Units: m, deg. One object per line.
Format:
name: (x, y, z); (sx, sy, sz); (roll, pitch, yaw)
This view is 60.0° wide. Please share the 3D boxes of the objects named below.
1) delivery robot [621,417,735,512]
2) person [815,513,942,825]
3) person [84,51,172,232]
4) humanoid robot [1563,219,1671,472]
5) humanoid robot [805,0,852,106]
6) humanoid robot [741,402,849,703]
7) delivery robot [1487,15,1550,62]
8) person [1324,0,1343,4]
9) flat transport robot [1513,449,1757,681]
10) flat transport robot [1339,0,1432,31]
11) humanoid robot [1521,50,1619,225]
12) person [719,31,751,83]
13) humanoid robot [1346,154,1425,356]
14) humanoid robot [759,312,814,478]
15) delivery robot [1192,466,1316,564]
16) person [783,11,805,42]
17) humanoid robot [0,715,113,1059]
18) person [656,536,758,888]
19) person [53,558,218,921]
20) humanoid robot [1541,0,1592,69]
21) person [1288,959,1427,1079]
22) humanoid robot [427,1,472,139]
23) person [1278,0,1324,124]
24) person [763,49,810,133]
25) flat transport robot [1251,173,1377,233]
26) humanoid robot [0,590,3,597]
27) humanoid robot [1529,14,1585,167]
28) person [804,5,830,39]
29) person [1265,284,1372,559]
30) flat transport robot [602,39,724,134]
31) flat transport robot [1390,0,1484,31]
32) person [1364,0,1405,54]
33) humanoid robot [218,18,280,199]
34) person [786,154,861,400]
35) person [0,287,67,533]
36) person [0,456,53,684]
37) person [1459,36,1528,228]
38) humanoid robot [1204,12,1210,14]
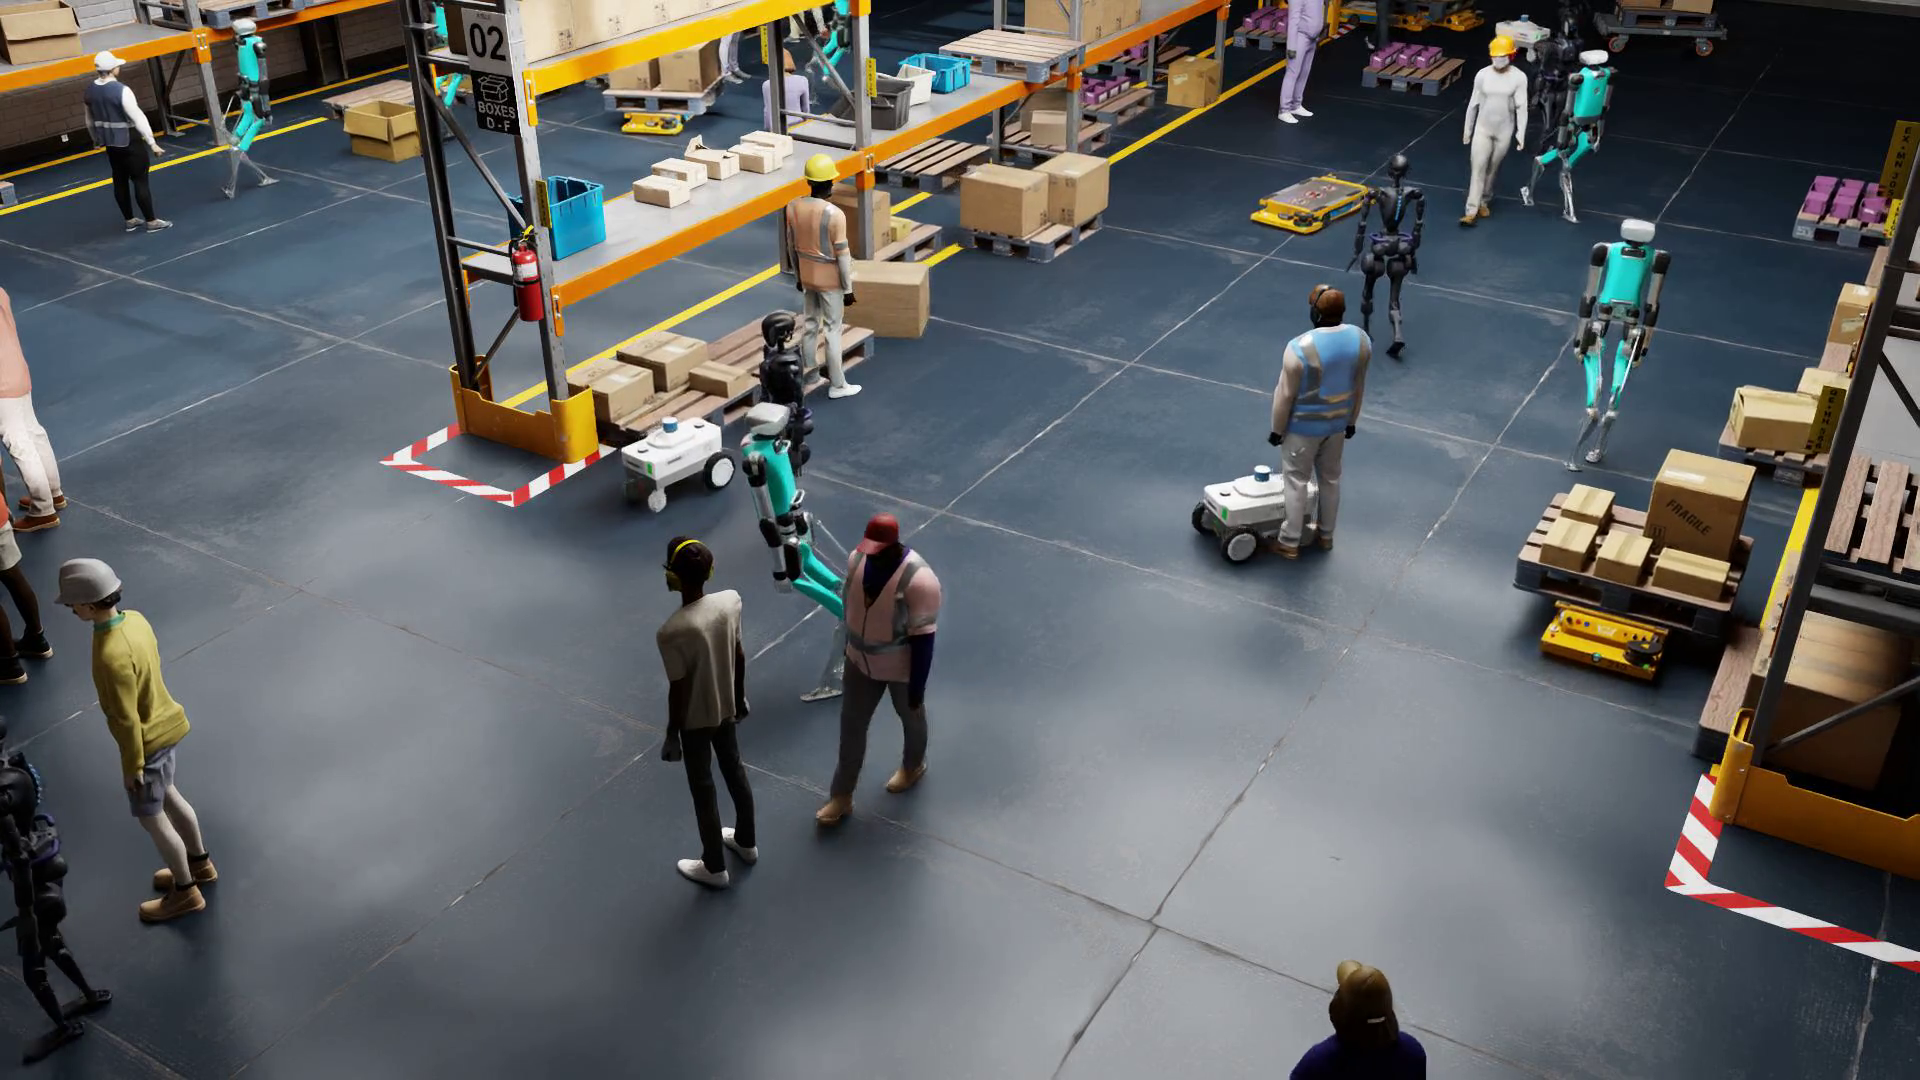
delivery robot: (-2.006, -0.578, 11.666); (0.499, 0.587, 0.789); (23, 37, 35)
person: (-0.423, 0.654, 8.305); (0.606, 1.717, 0.849); (16, 33, 26)
person: (-8.208, -3.896, 16.318); (0.755, 1.757, 0.449); (8, 30, 14)
humanoid robot: (4.634, -1.290, 11.757); (0.550, 1.794, 0.855); (6, 30, 11)
humanoid robot: (-1.658, -6.102, 20.296); (0.822, 1.815, 0.556); (-10, 31, -18)
humanoid robot: (-0.794, 0.075, 9.310); (0.780, 1.759, 0.530); (4, 30, 7)
delivery robot: (7.705, -6.916, 22.905); (0.499, 0.614, 0.797); (-22, 36, -34)
person: (5.767, -9.191, 25.618); (0.619, 1.835, 0.431); (26, 38, 37)
flat transport robot: (4.104, 0.372, 10.283); (0.659, 0.231, 1.431); (16, 33, 27)
flat transport robot: (6.273, -7.791, 24.723); (1.431, 0.231, 0.659); (16, 33, 27)
humanoid robot: (6.048, -4.096, 16.732); (0.566, 1.796, 0.944); (-9, 31, -16)
person: (-2.971, -6.905, 21.464); (0.431, 1.944, 0.482); (11, 31, 18)
humanoid robot: (3.526, -2.345, 13.687); (0.596, 1.633, 0.679); (-4, 30, -6)
humanoid robot: (-1.147, -0.685, 10.713); (0.347, 1.649, 0.612); (-16, 33, -25)
delivery robot: (1.945, -0.194, 11.009); (0.784, 0.609, 0.499); (-9, 31, -16)
person: (-2.410, -7.947, 23.493); (0.345, 1.746, 0.571); (8, 30, 14)
humanoid robot: (-3.955, 1.422, 6.995); (0.384, 1.649, 0.601); (-17, 34, -28)
person: (-1.208, 0.822, 7.863); (0.309, 1.868, 0.530); (21, 36, 33)
person: (-3.776, 0.913, 7.699); (0.413, 1.878, 0.495); (-6, 30, -11)
humanoid robot: (8.130, -7.116, 22.102); (0.602, 1.650, 0.465); (-25, 38, -36)
person: (1.331, 2.083, 5.904); (0.486, 1.581, 0.814); (-6, 30, -11)
humanoid robot: (-5.928, -5.394, 18.983); (0.552, 1.797, 0.679); (17, 34, 27)
person: (4.106, -5.942, 19.811); (0.399, 1.895, 0.659); (20, 35, 31)
person: (-1.756, -4.175, 16.939); (0.497, 1.631, 0.292); (-15, 33, -24)
flat transport robot: (3.657, -3.454, 17.052); (0.659, 0.231, 1.431); (24, 37, 36)
humanoid robot: (-6.287, -0.381, 10.187); (0.525, 1.625, 0.613); (-1, 30, -2)
humanoid robot: (6.565, -4.944, 18.269); (0.611, 1.640, 0.522); (-10, 31, -17)
person: (-2.142, -8.192, 23.768); (0.812, 1.913, 0.632); (24, 37, 35)
person: (2.284, -0.758, 10.699); (0.622, 1.835, 0.431); (-13, 32, -21)
flat transport robot: (-3.555, -5.188, 20.119); (0.659, 0.231, 1.431); (4, 30, 7)
flat transport robot: (7.004, -7.821, 24.777); (1.431, 0.231, 0.659); (23, 37, 34)
person: (5.774, -7.561, 22.757); (0.566, 1.800, 0.939); (-9, 31, -16)
humanoid robot: (-7.590, -4.452, 17.394); (0.551, 1.843, 0.864); (24, 37, 35)
person: (-1.057, -2.024, 12.837); (0.585, 1.928, 0.366); (21, 35, 32)
person: (-6.325, -1.007, 10.972); (0.376, 1.995, 0.609); (-6, 30, -11)
person: (-5.579, -0.091, 9.378); (0.361, 1.965, 0.612); (4, 30, 7)
person: (5.281, -4.019, 16.442); (0.576, 1.851, 0.945); (8, 30, 14)
humanoid robot: (3.827, -8.823, 25.137); (0.677, 1.632, 0.601); (-21, 36, -32)
